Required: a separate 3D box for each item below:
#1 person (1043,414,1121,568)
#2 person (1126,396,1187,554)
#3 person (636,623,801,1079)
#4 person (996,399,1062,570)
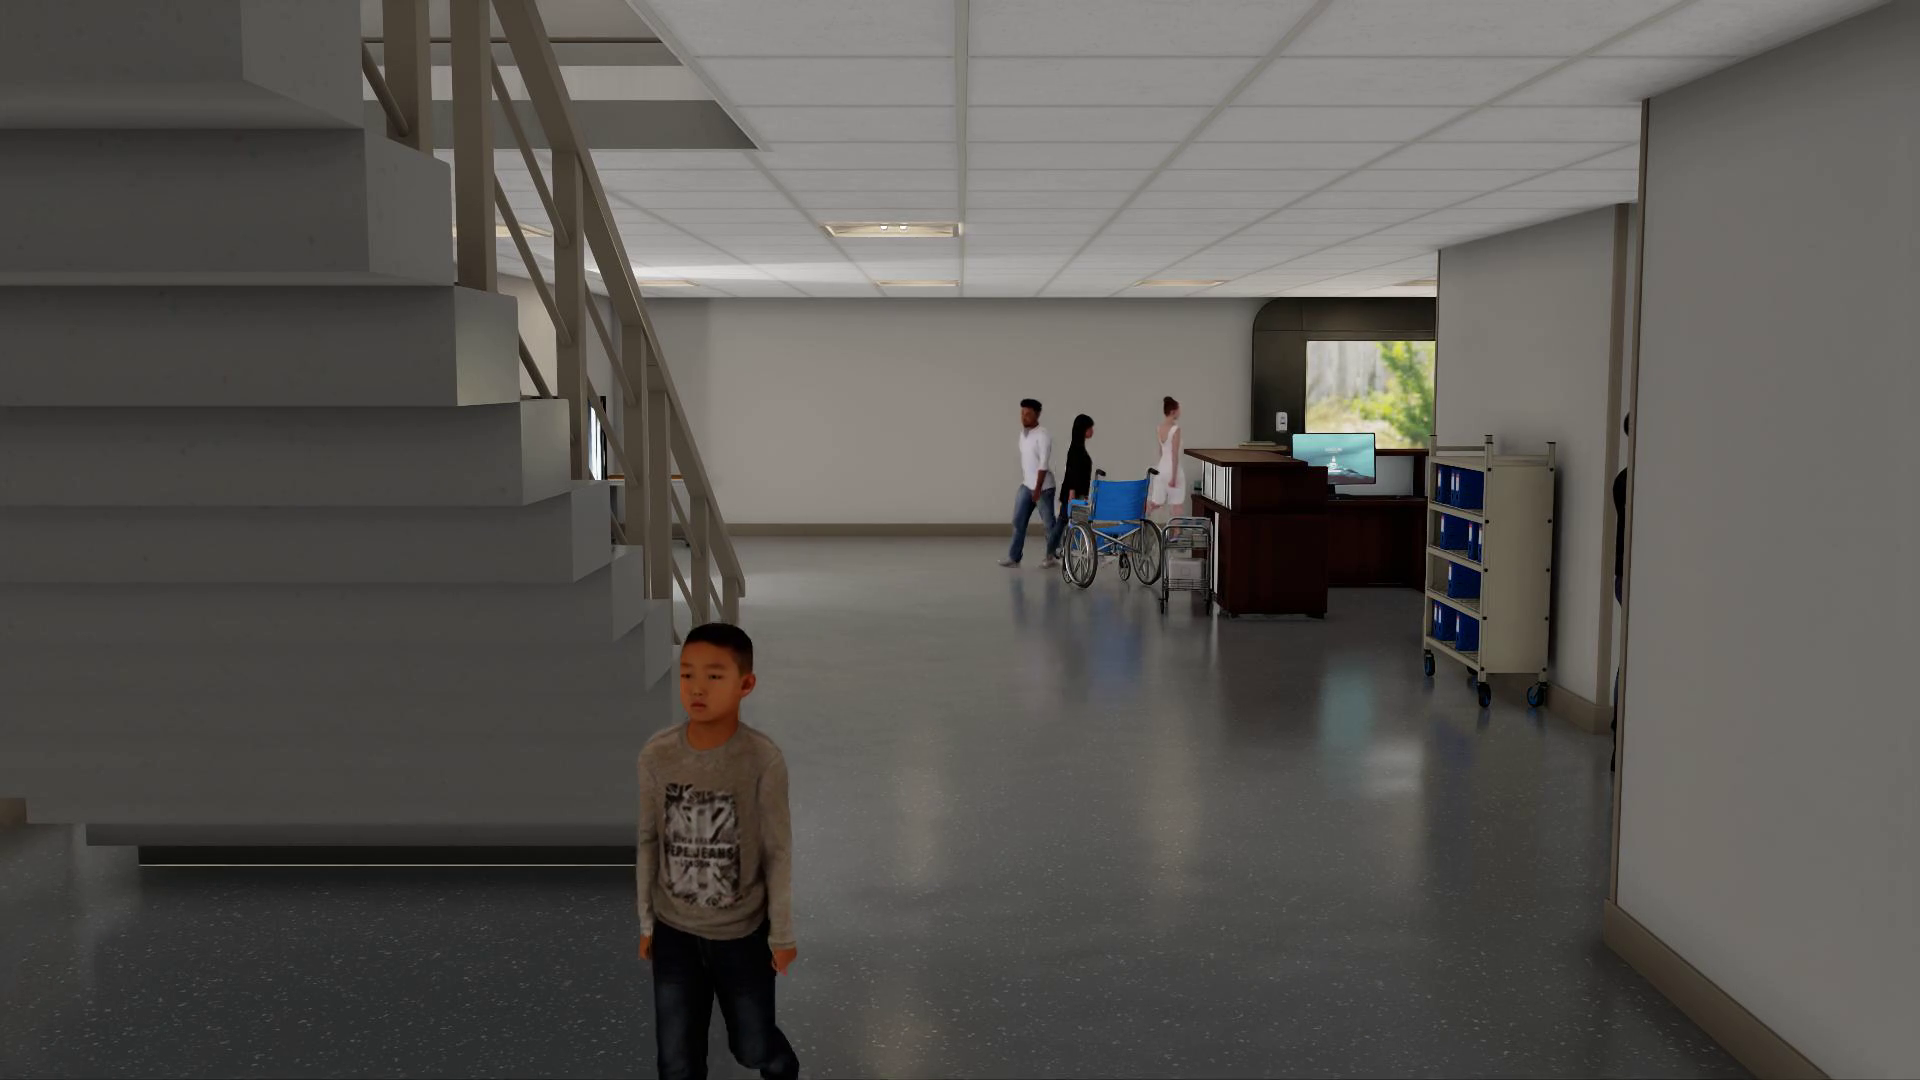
[{"bbox_3d":[1.103,-0.464,17.157,0.775,1.594,1.024,-1,6,-8],"label":"person"},{"bbox_3d":[2.238,-0.690,18.552,1.010,1.765,1.084,-4,7,-32],"label":"person"},{"bbox_3d":[-0.572,0.927,4.063,0.647,1.447,0.947,1,6,10],"label":"person"},{"bbox_3d":[0.856,-0.561,17.271,1.065,1.764,1.035,-4,7,-37],"label":"person"}]
